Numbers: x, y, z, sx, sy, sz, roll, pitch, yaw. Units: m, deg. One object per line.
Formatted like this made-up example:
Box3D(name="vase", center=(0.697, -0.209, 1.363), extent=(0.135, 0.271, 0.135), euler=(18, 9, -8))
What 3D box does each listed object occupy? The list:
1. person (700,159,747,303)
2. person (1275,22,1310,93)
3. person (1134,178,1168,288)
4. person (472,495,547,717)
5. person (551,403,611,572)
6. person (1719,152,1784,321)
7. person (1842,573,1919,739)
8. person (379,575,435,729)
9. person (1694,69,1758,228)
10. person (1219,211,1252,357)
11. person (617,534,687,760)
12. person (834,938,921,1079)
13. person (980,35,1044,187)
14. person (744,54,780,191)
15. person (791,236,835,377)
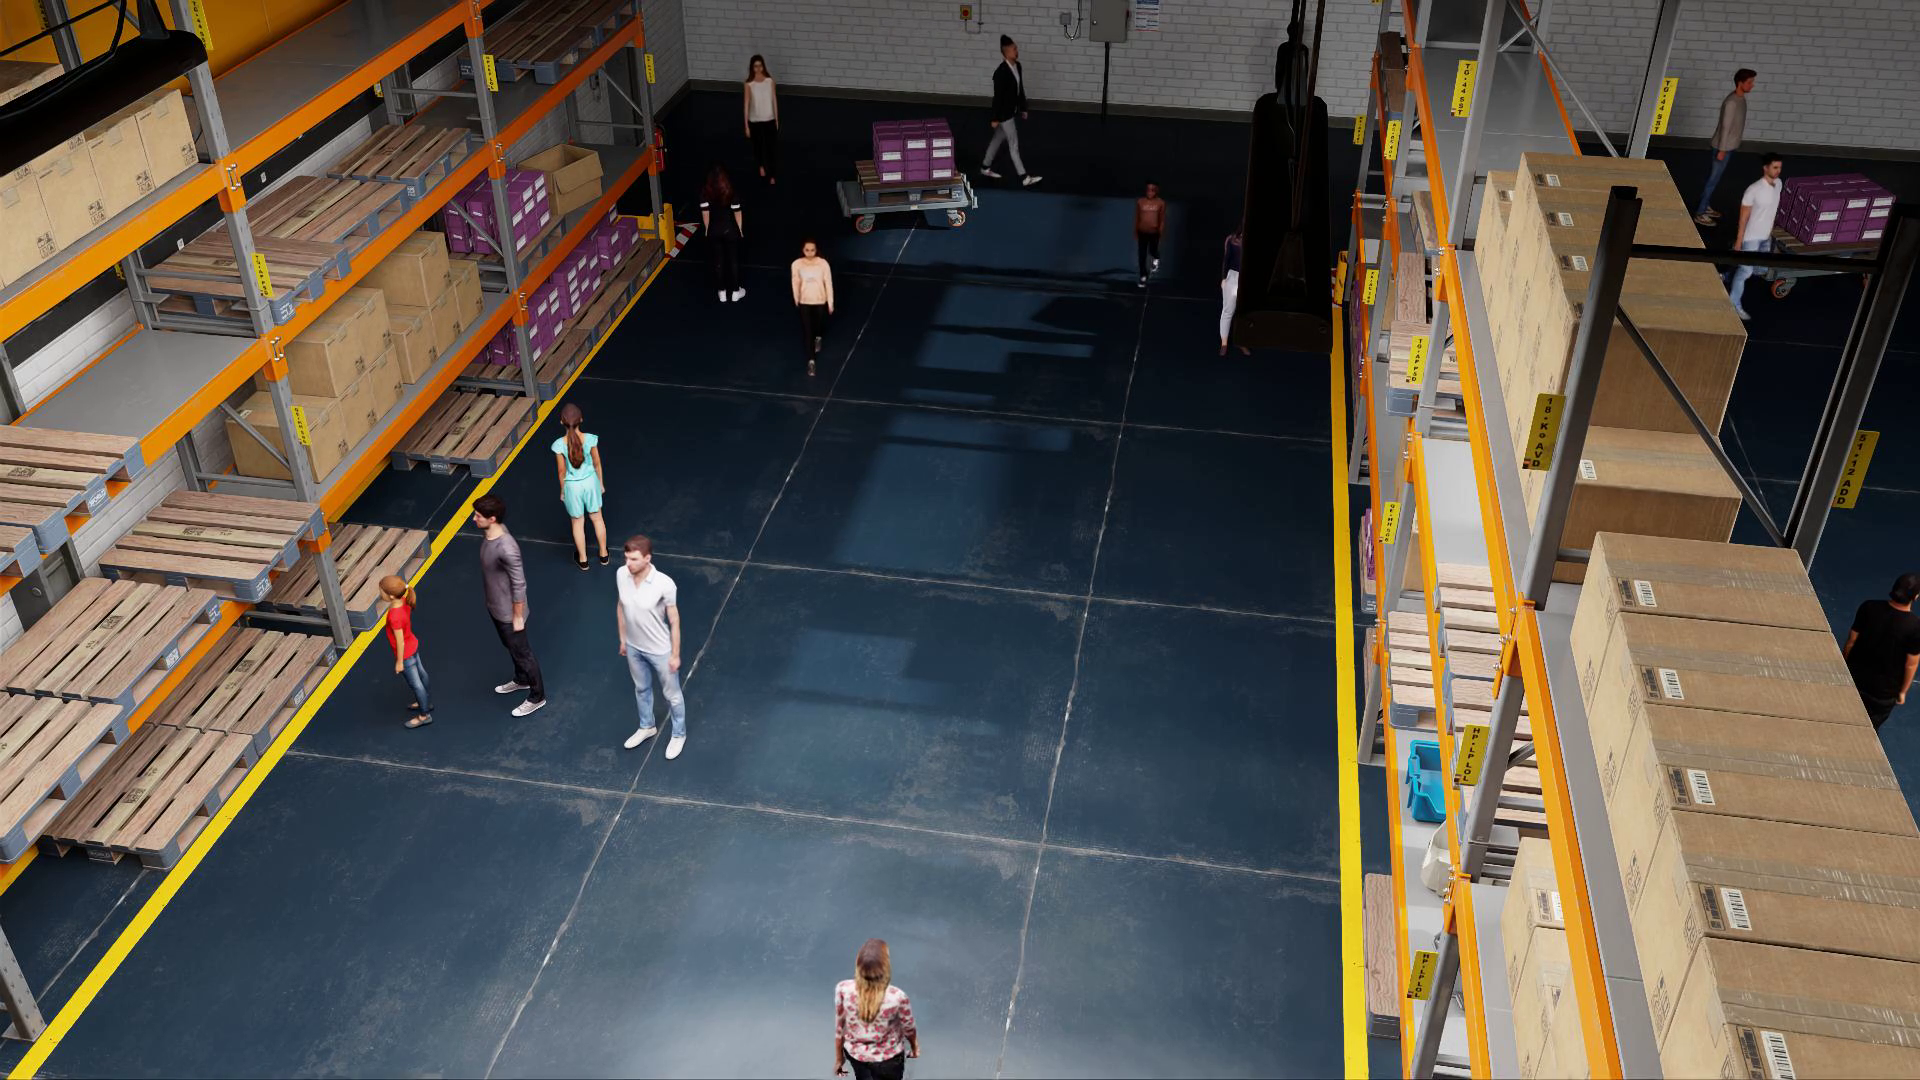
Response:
Box3D(name="person", center=(-2.621, -3.430, 18.420), extent=(0.623, 1.639, 0.606), euler=(2, 34, 3))
Box3D(name="person", center=(4.482, -6.197, 22.550), extent=(0.615, 1.675, 0.574), euler=(10, 35, 14))
Box3D(name="person", center=(2.172, -3.533, 18.933), extent=(0.599, 1.243, 0.823), euler=(11, 35, 16))
Box3D(name="person", center=(-3.365, 0.461, 12.374), extent=(0.796, 1.852, 0.724), euler=(-20, 38, -27))
Box3D(name="person", center=(-3.197, -0.461, 14.026), extent=(0.645, 1.558, 0.684), euler=(-14, 36, -20))
Box3D(name="person", center=(8.598, -3.347, 18.110), extent=(0.951, 1.844, 1.037), euler=(-16, 37, -23))
Box3D(name="person", center=(6.417, 0.968, 11.696), extent=(0.756, 1.758, 0.720), euler=(-26, 42, -33))
Box3D(name="person", center=(-4.100, 0.807, 12.342), extent=(0.599, 1.311, 0.509), euler=(-4, 34, -6))
Box3D(name="person", center=(9.305, -4.801, 20.245), extent=(0.799, 1.902, 0.653), euler=(19, 38, 27))
Box3D(name="person", center=(2.939, -2.681, 17.321), extent=(0.648, 1.607, 0.611), euler=(-2, 34, -3))
Box3D(name="person", center=(-2.222, 0.745, 11.947), extent=(0.703, 1.851, 0.632), euler=(14, 36, 20))
Box3D(name="person", center=(-0.488, 2.864, 8.995), extent=(0.623, 1.590, 1.032), euler=(7, 34, 11))
Box3D(name="person", center=(0.507, -5.500, 21.296), extent=(1.026, 1.904, 1.217), euler=(17, 37, 23))
Box3D(name="person", center=(-2.553, -5.368, 21.302), extent=(0.894, 1.676, 1.164), euler=(-7, 34, -11))
Box3D(name="person", center=(-1.518, -2.485, 17.171), extent=(0.758, 1.448, 1.081), euler=(-2, 34, -4))
